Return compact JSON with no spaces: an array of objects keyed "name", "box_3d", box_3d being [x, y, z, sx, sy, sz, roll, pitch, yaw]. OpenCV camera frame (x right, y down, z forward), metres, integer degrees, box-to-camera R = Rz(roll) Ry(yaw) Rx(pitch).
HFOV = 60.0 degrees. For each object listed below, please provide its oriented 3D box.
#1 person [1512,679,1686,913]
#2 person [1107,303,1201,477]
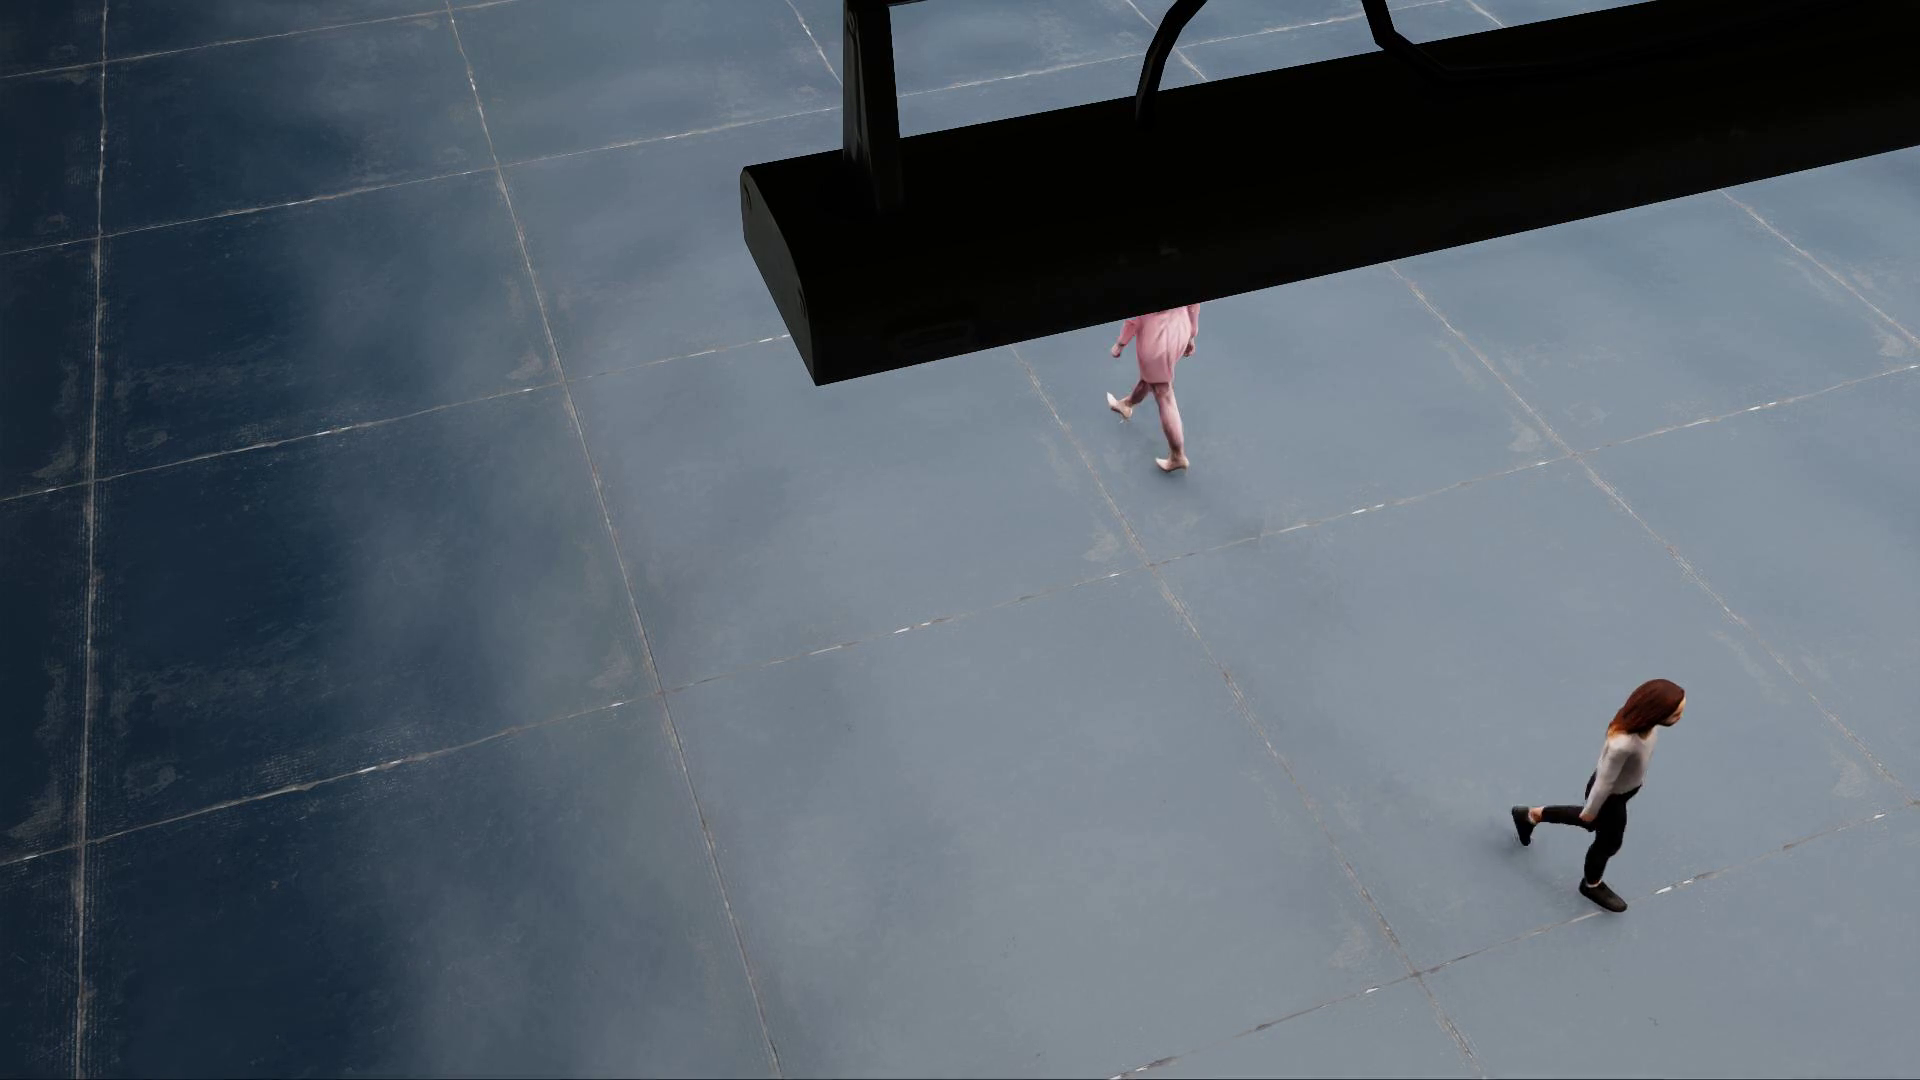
[{"name":"person","box_3d":[3.013,1.137,7.861,0.983,1.463,0.834,31,51,29]},{"name":"person","box_3d":[1.281,-1.117,10.058,0.861,1.761,1.159,-29,50,-27]}]
